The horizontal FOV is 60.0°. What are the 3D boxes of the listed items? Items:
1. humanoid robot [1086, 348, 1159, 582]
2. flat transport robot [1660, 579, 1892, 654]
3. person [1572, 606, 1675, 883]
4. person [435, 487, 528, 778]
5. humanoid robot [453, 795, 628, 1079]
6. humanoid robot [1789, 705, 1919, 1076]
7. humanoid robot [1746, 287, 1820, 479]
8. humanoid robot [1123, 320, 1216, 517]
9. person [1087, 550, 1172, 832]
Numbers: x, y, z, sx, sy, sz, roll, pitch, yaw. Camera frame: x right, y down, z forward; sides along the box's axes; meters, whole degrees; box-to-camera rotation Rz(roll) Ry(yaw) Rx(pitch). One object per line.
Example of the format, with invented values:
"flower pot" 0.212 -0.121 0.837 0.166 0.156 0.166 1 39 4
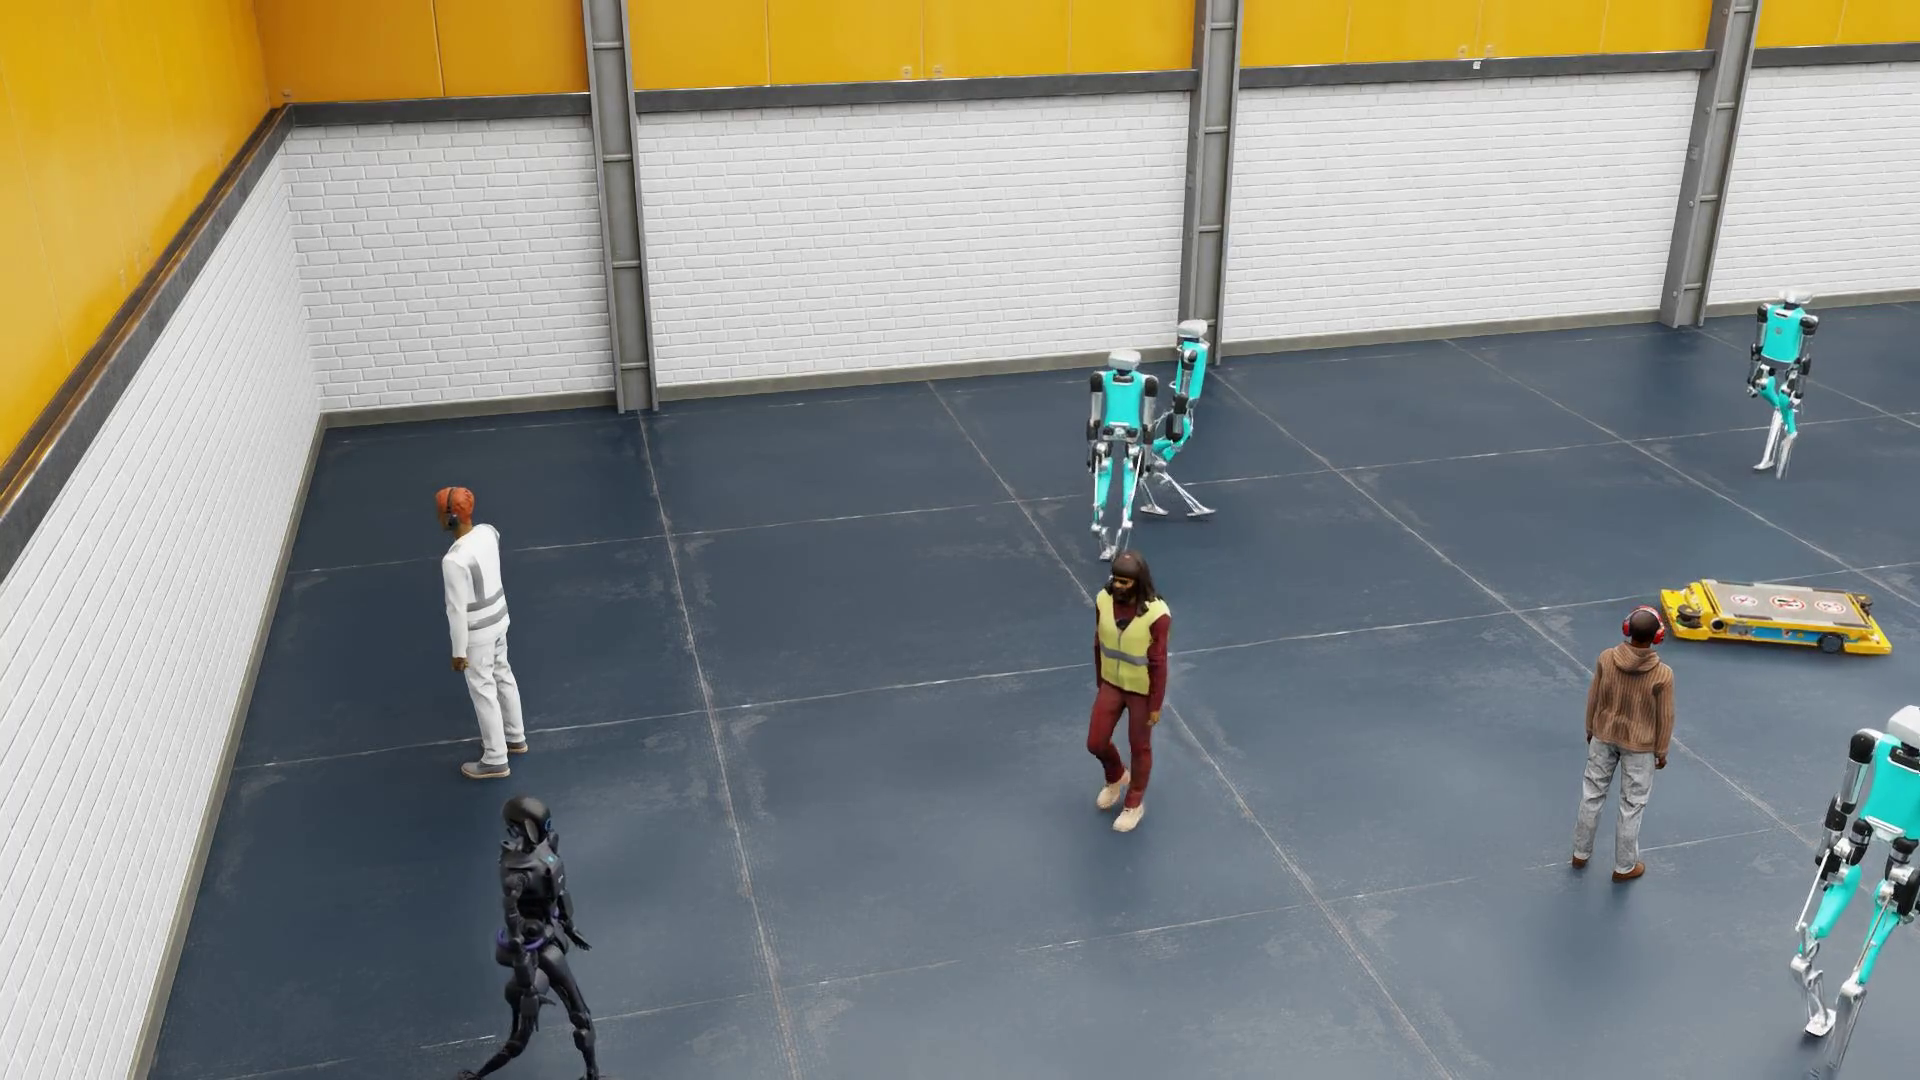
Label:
"humanoid robot" 1.182 -0.500 12.707 0.537 1.770 0.929 5 24 12
"flat transport robot" 5.918 0.555 12.099 1.431 0.231 0.659 5 24 10
"person" 3.631 1.120 9.097 0.457 1.651 0.339 19 30 36
"person" -2.926 0.554 10.114 0.352 1.876 0.572 4 24 8
"humanoid robot" -1.944 1.848 7.474 0.772 1.637 0.588 3 24 6
"humanoid robot" 4.199 1.716 7.792 0.717 1.906 0.548 -21 31 -39
"humanoid robot" 7.318 -1.347 14.718 0.731 1.877 0.540 -15 28 -31
"humanoid robot" 1.708 -0.961 13.715 0.886 1.765 0.553 8 25 17
"person" 0.970 0.869 9.545 0.484 1.760 0.434 13 27 28
